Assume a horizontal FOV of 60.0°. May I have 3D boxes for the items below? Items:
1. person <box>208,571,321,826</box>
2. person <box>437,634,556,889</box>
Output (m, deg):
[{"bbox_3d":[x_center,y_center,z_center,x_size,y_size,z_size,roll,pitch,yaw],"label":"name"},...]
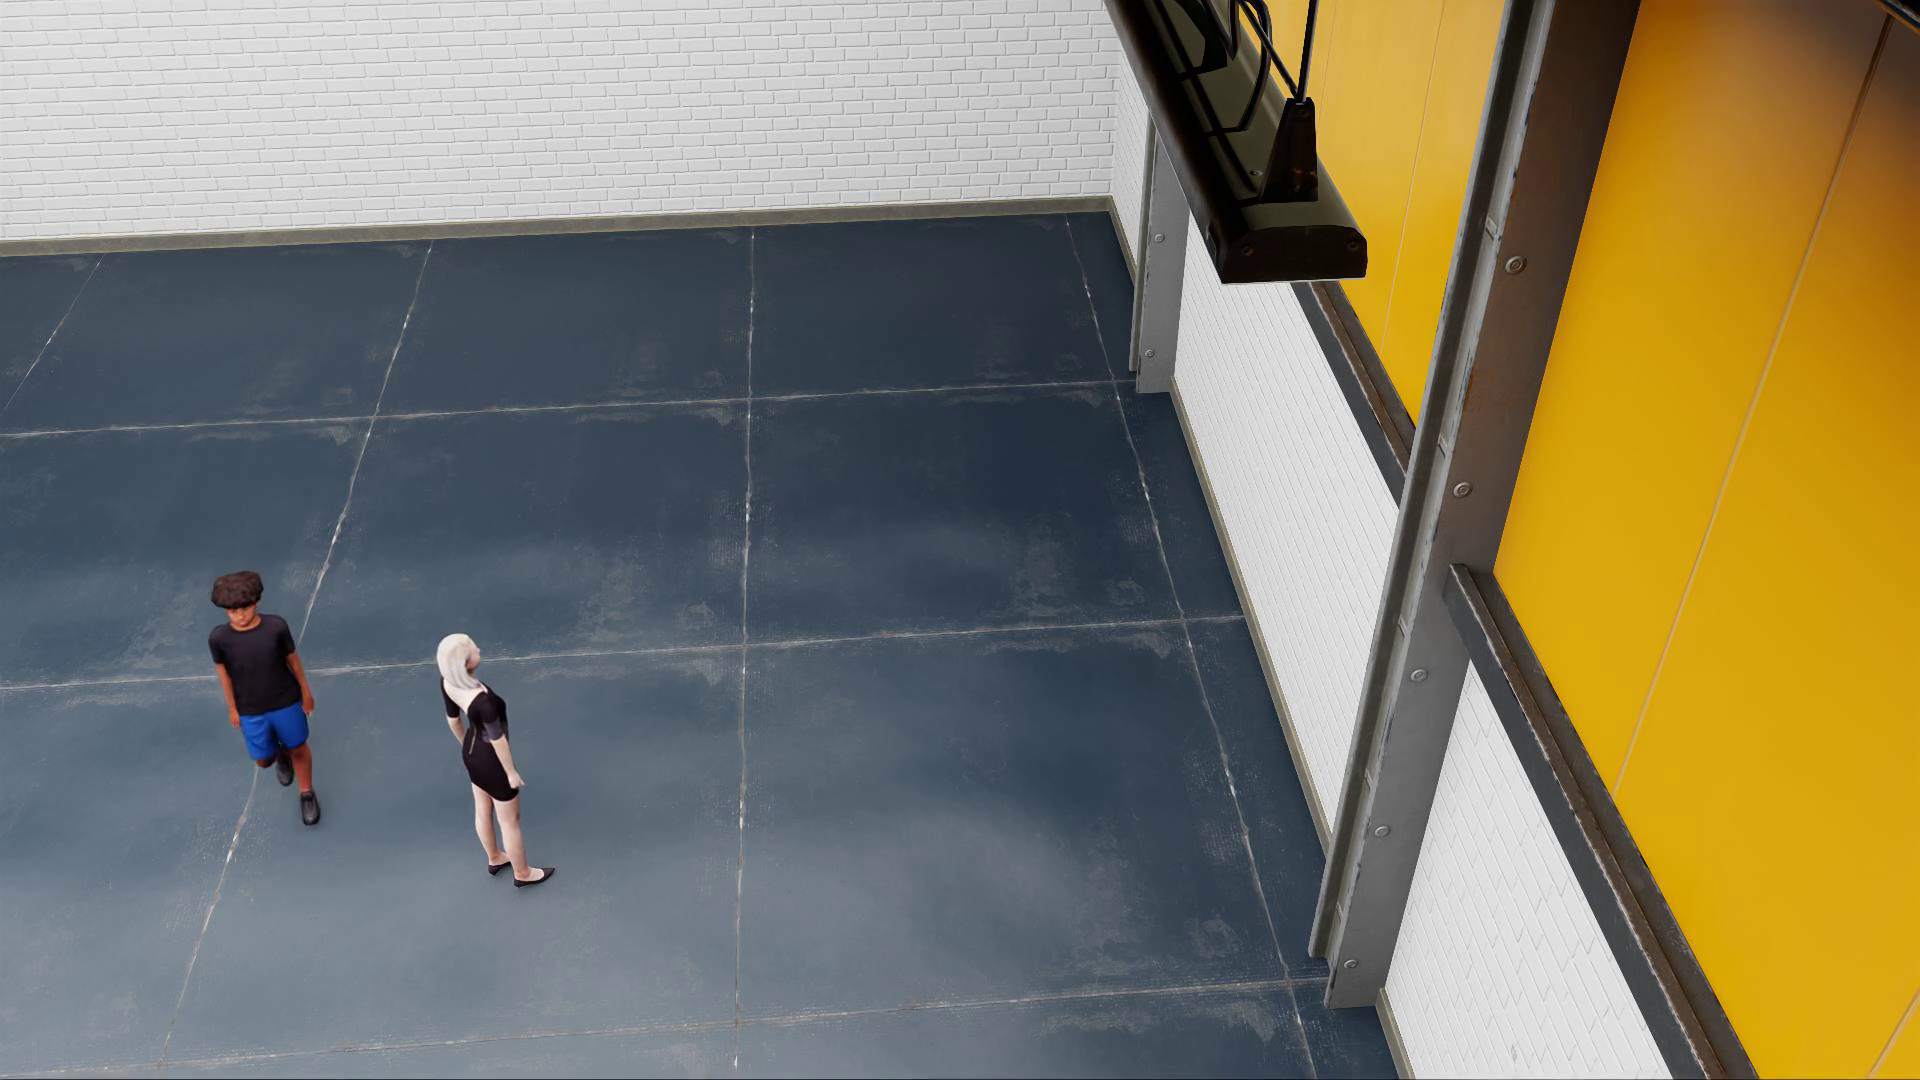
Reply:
[{"bbox_3d":[-4.002,0.858,9.608,0.731,1.789,0.883,-12,40,-14],"label":"person"},{"bbox_3d":[-2.591,1.219,9.123,0.636,1.829,0.690,26,46,29],"label":"person"}]
